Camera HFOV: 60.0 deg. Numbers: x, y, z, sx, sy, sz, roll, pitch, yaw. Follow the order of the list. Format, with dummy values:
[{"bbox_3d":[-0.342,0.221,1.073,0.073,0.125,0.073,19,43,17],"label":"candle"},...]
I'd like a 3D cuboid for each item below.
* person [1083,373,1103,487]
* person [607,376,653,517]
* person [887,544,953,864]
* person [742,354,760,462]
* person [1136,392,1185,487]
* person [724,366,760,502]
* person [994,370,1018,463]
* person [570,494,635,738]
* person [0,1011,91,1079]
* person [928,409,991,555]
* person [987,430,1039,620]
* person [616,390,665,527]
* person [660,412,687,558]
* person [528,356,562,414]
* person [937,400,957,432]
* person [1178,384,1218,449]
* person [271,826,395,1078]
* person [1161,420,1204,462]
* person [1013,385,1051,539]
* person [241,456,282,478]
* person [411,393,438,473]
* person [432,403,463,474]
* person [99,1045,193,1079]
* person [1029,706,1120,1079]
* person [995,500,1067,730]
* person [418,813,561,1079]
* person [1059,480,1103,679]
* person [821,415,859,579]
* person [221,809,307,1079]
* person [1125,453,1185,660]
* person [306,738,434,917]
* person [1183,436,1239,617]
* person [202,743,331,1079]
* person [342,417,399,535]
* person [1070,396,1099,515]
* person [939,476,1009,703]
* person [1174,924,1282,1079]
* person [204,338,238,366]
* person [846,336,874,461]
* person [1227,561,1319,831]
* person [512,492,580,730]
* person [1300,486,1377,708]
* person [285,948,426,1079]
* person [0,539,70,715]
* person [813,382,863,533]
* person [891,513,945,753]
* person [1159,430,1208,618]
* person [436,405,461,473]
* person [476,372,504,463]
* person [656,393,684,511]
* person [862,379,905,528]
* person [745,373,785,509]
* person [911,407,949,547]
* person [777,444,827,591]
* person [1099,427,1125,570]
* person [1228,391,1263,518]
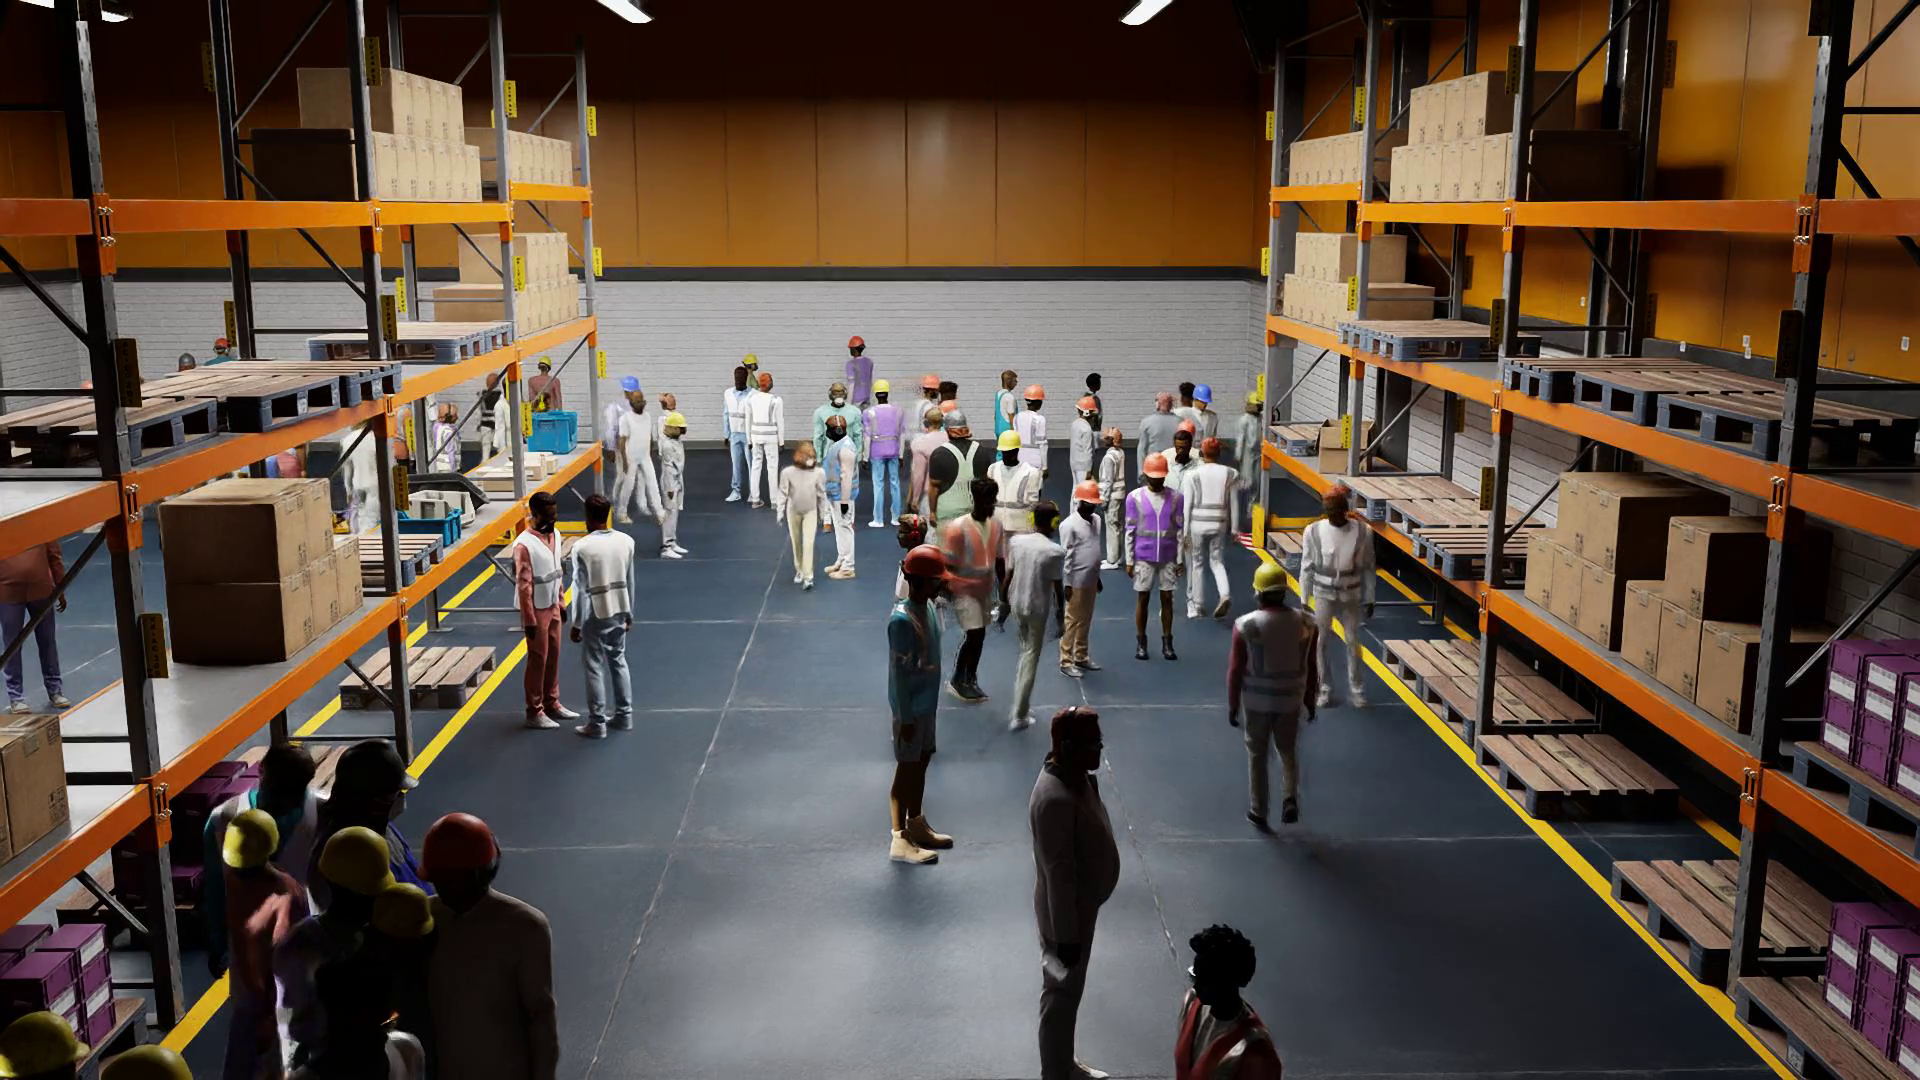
[{"bbox_3d":[1.959,-1.635,24.696,0.317,1.695,0.540,-2,12,-12],"label":"person"},{"bbox_3d":[-4.457,-1.263,22.287,0.670,1.920,0.644,-10,15,-41],"label":"person"},{"bbox_3d":[-0.244,1.027,10.511,0.404,2.035,0.606,3,12,16],"label":"person"},{"bbox_3d":[-3.391,-2.144,27.068,0.303,1.772,0.525,0,11,0],"label":"person"},{"bbox_3d":[2.464,-0.892,20.487,0.680,1.880,0.754,-2,11,-8],"label":"person"},{"bbox_3d":[-3.041,-1.489,23.403,0.589,1.920,0.398,4,12,19],"label":"person"},{"bbox_3d":[0.667,-1.482,23.569,0.346,1.840,0.505,-6,13,-27],"label":"person"},{"bbox_3d":[-2.776,0.589,13.027,0.391,1.905,0.599,8,14,36],"label":"person"},{"bbox_3d":[-2.757,2.259,5.076,0.480,1.734,0.320,10,15,42],"label":"person"},{"bbox_3d":[-0.039,-0.371,17.491,0.680,2.000,0.535,-5,12,-23],"label":"person"},{"bbox_3d":[0.515,-0.154,16.721,0.587,1.920,0.391,7,13,31],"label":"person"},{"bbox_3d":[-4.163,-1.051,21.560,0.532,1.783,0.934,-9,15,-39],"label":"person"},{"bbox_3d":[-3.382,-0.655,19.708,0.375,1.733,0.488,1,11,7],"label":"person"},{"bbox_3d":[-6.669,-2.077,26.782,0.532,1.754,0.342,-1,11,-4],"label":"person"},{"bbox_3d":[-0.178,-0.893,20.872,0.350,1.739,0.575,-3,12,-14],"label":"person"},{"bbox_3d":[2.975,-0.988,20.837,0.601,1.941,0.395,-6,13,-27],"label":"person"},{"bbox_3d":[-2.195,1.962,6.105,0.381,1.918,0.585,6,13,28],"label":"person"},{"bbox_3d":[2.532,-0.480,18.758,0.573,1.750,0.330,4,12,19],"label":"person"},{"bbox_3d":[0.914,-0.973,20.771,0.361,1.935,0.553,-10,15,-40],"label":"person"},{"bbox_3d":[-7.022,-0.255,16.908,0.608,2.042,0.375,9,14,37],"label":"person"},{"bbox_3d":[-8.103,-1.803,25.201,0.394,1.836,0.561,-1,11,-7],"label":"person"},{"bbox_3d":[-6.589,-0.947,21.412,0.524,1.631,0.314,9,14,38],"label":"person"},{"bbox_3d":[-2.138,2.273,4.513,0.356,1.930,0.587,4,12,19],"label":"person"},{"bbox_3d":[0.521,1.677,7.563,0.408,1.908,0.641,1,11,7],"label":"person"},{"bbox_3d":[0.595,0.588,13.215,0.548,1.832,0.629,9,14,37],"label":"person"},{"bbox_3d":[-1.754,1.935,6.077,0.620,1.986,0.408,3,12,14],"label":"person"},{"bbox_3d":[1.098,0.334,14.685,0.340,1.748,0.568,9,14,37],"label":"person"},{"bbox_3d":[-1.347,-0.489,18.619,0.429,1.836,0.632,-3,12,-14],"label":"person"},{"bbox_3d":[-2.864,1.910,6.914,0.529,1.700,0.915,7,13,32],"label":"person"},{"bbox_3d":[1.780,0.151,15.184,0.549,1.924,0.391,-1,11,-3],"label":"person"},{"bbox_3d":[-2.345,1.771,6.752,0.536,2.000,0.684,-2,12,-11],"label":"person"},{"bbox_3d":[2.509,-0.112,16.657,0.589,1.866,0.631,-1,11,-6],"label":"person"},{"bbox_3d":[-2.992,1.765,7.361,0.646,1.812,0.460,-3,12,-15],"label":"person"},{"bbox_3d":[-6.752,-0.580,18.948,0.617,1.898,1.000,4,12,17],"label":"person"},{"bbox_3d":[1.589,-0.963,21.216,0.344,1.744,0.558,-3,12,-14],"label":"person"},{"bbox_3d":[0.110,0.422,13.775,0.687,1.936,0.492,-10,15,-42],"label":"person"},{"bbox_3d":[0.916,2.137,5.805,0.322,1.689,0.529,-4,12,-20],"label":"person"},{"bbox_3d":[-12.132,-2.339,27.506,0.612,1.984,0.401,-3,12,-17],"label":"person"},{"bbox_3d":[-1.675,-2.320,27.254,0.387,2.045,0.605,8,14,34],"label":"person"},{"bbox_3d":[2.053,1.037,10.986,0.615,1.815,0.418,-1,11,-7],"label":"person"},{"bbox_3d":[-3.324,0.553,13.207,0.410,1.908,0.598,3,12,14],"label":"person"},{"bbox_3d":[3.121,0.466,13.754,0.626,1.862,0.365,2,12,12],"label":"person"},{"bbox_3d":[-1.911,2.147,5.104,0.607,1.940,0.621,5,12,25],"label":"person"},{"bbox_3d":[-7.631,0.441,13.573,0.614,1.987,0.408,-10,15,-42],"label":"person"},{"bbox_3d":[-1.547,-1.050,21.181,0.632,1.931,0.366,-2,11,-9],"label":"person"},{"bbox_3d":[-0.313,0.707,12.573,0.389,1.847,0.563,-2,11,-9],"label":"person"},{"bbox_3d":[2.245,-0.169,16.807,0.588,1.913,0.395,3,12,16],"label":"person"},{"bbox_3d":[-6.506,-0.903,21.194,0.315,1.632,0.526,-6,13,-27],"label":"person"},{"bbox_3d":[-7.143,-1.747,25.460,0.541,1.651,0.477,-1,11,-4],"label":"person"},{"bbox_3d":[-3.927,-1.172,22.519,0.307,1.641,0.513,4,12,21],"label":"person"},{"bbox_3d":[-0.995,-1.111,21.499,0.589,1.923,0.383,-5,12,-23],"label":"person"},{"bbox_3d":[-2.687,-1.365,22.907,0.575,1.877,0.343,4,12,19],"label":"person"},{"bbox_3d":[-0.265,-0.500,18.399,0.632,1.936,0.359,-8,14,-35],"label":"person"},{"bbox_3d":[-1.709,-0.256,18.073,0.527,1.576,0.873,-1,11,-4],"label":"person"},{"bbox_3d":[1.741,-0.477,19.035,0.308,1.641,0.515,4,12,18],"label":"person"},{"bbox_3d":[3.851,-1.127,22.077,0.494,1.728,0.472,-9,14,-39],"label":"person"}]
